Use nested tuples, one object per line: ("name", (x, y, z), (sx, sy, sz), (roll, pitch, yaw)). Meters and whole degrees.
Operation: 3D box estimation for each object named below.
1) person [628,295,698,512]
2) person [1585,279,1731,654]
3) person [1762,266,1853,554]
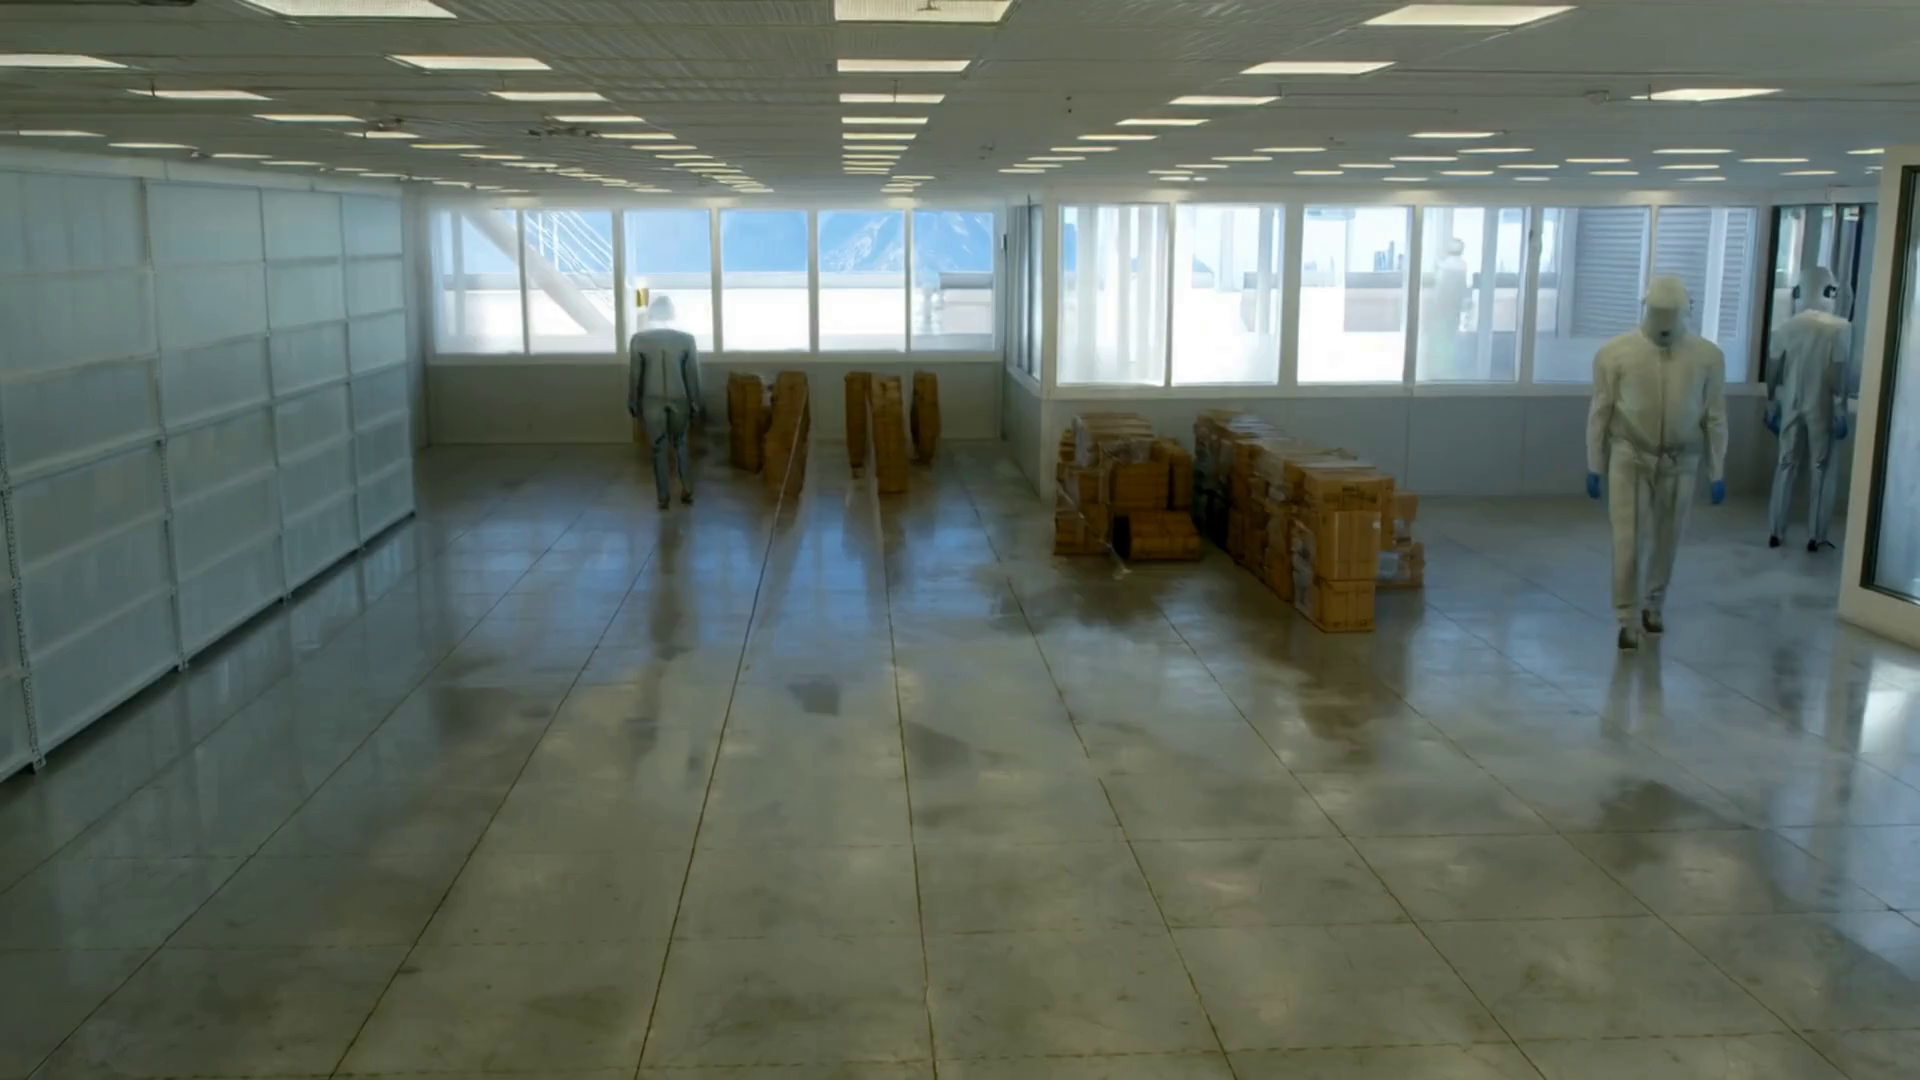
("person", (-2.241, -1.029, 12.532), (0.503, 1.613, 0.577), (-4, 11, -20))
("person", (3.514, -0.377, 8.372), (0.658, 1.851, 0.973), (2, 11, 11))
("person", (5.511, -0.838, 10.833), (0.519, 1.865, 0.335), (10, 14, 42))
